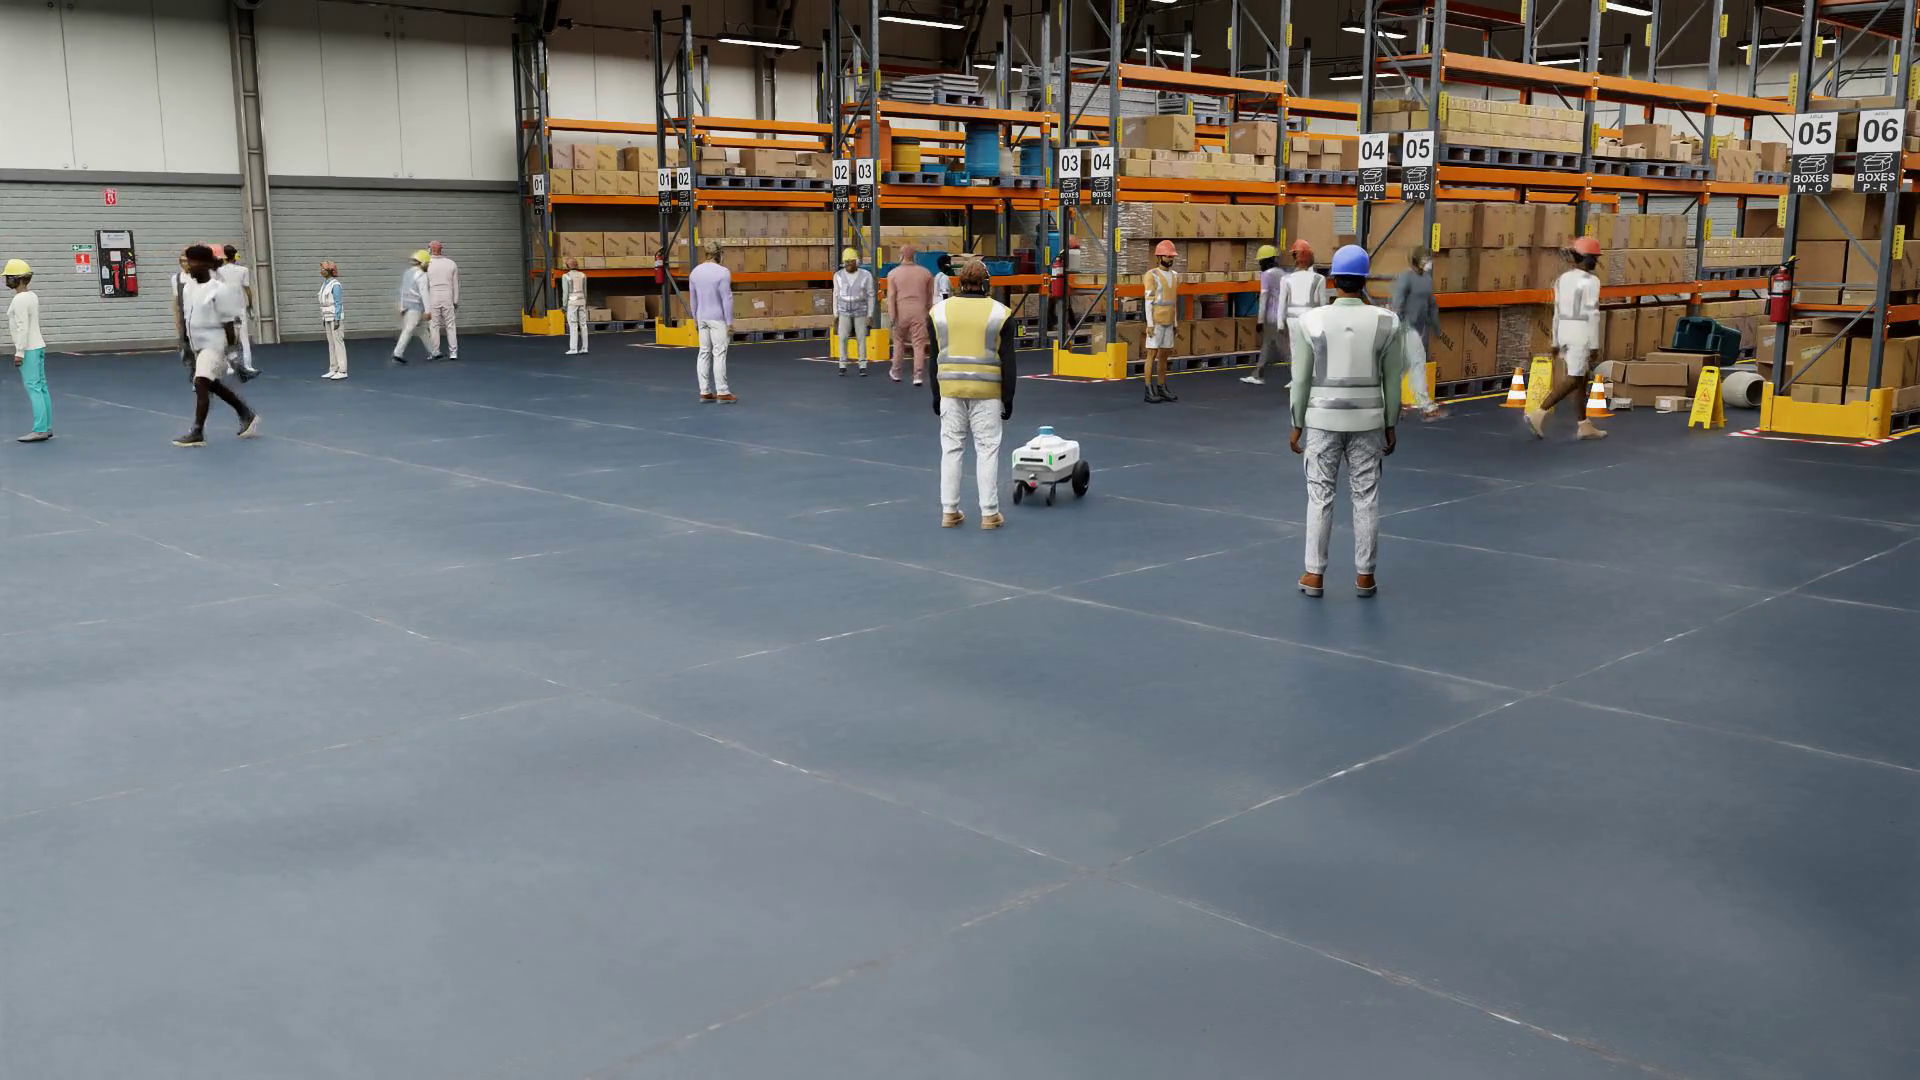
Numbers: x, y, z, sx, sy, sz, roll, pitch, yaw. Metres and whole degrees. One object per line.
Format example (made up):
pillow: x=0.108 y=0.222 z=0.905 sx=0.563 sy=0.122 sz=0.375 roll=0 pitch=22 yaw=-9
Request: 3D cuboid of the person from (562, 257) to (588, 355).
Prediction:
person: x=-6.496 y=-3.949 z=28.060 sx=0.311 sy=1.639 sz=0.514 roll=8 pitch=13 yaw=36

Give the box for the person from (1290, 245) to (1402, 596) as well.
person: x=2.143 y=-0.659 z=9.274 sx=0.614 sy=1.946 sz=0.389 roll=1 pitch=10 yaw=4

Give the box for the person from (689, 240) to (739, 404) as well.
person: x=-2.966 y=-2.619 z=19.989 sx=0.627 sy=1.940 sz=0.376 roll=7 pitch=13 yaw=35

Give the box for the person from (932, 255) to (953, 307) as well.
person: x=-0.273 y=-3.634 z=26.175 sx=0.322 sy=1.699 sz=0.535 roll=-2 pitch=11 yaw=-13

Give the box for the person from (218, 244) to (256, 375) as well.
person: x=-10.526 y=-3.341 z=24.119 sx=0.531 sy=1.867 sz=0.316 roll=-3 pitch=11 yaw=-18

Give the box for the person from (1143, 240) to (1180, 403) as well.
person: x=2.460 y=-2.648 z=20.144 sx=0.542 sy=1.939 sz=0.369 roll=-9 pitch=14 yaw=-40

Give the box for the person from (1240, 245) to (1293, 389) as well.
person: x=4.188 y=-2.946 z=21.973 sx=0.952 sy=1.871 sz=0.589 roll=7 pitch=12 yaw=32

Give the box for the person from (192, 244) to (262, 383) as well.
person: x=-10.060 y=-3.070 z=22.622 sx=1.000 sy=1.876 sz=0.554 roll=-1 pitch=10 yaw=-6

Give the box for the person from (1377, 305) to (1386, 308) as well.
person: x=5.981 y=-3.186 z=23.909 sx=0.365 sy=1.619 sz=0.550 roll=-2 pitch=11 yaw=-9

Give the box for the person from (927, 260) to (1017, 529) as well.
person: x=0.089 y=-1.005 z=11.491 sx=0.619 sy=1.836 sz=0.431 roll=2 pitch=11 yaw=13

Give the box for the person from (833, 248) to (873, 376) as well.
person: x=-1.528 y=-3.241 z=23.738 sx=0.587 sy=1.811 sz=0.463 roll=1 pitch=10 yaw=6

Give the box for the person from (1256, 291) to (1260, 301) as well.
person: x=5.874 y=-4.735 z=31.711 sx=0.521 sy=1.874 sz=0.327 roll=9 pitch=14 yaw=42

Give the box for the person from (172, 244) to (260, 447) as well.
person: x=-7.267 y=-1.910 z=16.169 sx=0.609 sy=1.934 sz=0.961 roll=7 pitch=13 yaw=34

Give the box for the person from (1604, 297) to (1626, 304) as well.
person: x=11.205 y=-4.134 z=28.357 sx=0.405 sy=1.903 sz=0.636 roll=-1 pitch=10 yaw=-4

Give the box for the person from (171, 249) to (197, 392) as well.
person: x=-9.931 y=-2.858 z=21.598 sx=0.510 sy=1.833 sz=0.532 roll=-1 pitch=10 yaw=-4

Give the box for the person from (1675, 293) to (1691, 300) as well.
person: x=15.179 y=-5.211 z=34.488 sx=0.938 sy=1.799 sz=0.649 roll=6 pitch=12 yaw=30

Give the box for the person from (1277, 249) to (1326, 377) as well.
person: x=4.250 y=-2.697 z=20.711 sx=0.558 sy=1.837 sz=0.979 roll=5 pitch=11 yaw=24

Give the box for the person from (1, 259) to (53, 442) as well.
person: x=-9.138 y=-1.852 z=16.277 sx=0.315 sy=1.769 sz=0.524 roll=-3 pitch=11 yaw=-15

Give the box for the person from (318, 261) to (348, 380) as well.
person: x=-8.789 y=-3.076 z=23.293 sx=0.303 sy=1.641 sz=0.514 roll=-9 pitch=14 yaw=-39

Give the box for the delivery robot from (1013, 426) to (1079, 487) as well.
delivery robot: x=0.664 y=-0.629 z=12.772 sx=0.477 sy=0.478 sz=0.707 roll=4 pitch=11 yaw=21

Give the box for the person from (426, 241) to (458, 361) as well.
person: x=-8.391 y=-3.845 z=26.758 sx=0.638 sy=1.911 sz=0.402 roll=-7 pitch=12 yaw=-33

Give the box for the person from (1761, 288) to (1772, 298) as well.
person: x=17.213 y=-5.476 z=35.408 sx=0.378 sy=1.996 sz=0.611 roll=3 pitch=11 yaw=18

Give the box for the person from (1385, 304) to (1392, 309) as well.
person: x=6.779 y=-3.552 z=25.275 sx=0.604 sy=1.870 sz=0.679 roll=9 pitch=14 yaw=41

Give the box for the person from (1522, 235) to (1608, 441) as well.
person: x=5.943 y=-1.958 z=16.213 sx=0.950 sy=2.015 sz=0.619 roll=-2 pitch=11 yaw=-13

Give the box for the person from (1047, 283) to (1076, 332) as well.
person: x=1.978 y=-4.954 z=32.689 sx=0.606 sy=1.955 sz=1.009 roll=7 pitch=13 yaw=35

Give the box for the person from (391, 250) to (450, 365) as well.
person: x=-8.506 y=-3.630 z=25.985 sx=0.992 sy=1.769 sz=0.622 roll=-8 pitch=13 yaw=-37

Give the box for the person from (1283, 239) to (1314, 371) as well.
person: x=5.008 y=-3.453 z=24.538 sx=0.357 sy=1.937 sz=0.550 roll=-1 pitch=10 yaw=-7

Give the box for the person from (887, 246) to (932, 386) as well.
person: x=-0.690 y=-3.031 z=22.475 sx=0.646 sy=1.854 sz=1.004 roll=-2 pitch=11 yaw=-12

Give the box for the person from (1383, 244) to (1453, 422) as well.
person: x=4.993 y=-2.227 z=17.981 sx=0.972 sy=1.889 sz=0.642 roll=8 pitch=13 yaw=36
